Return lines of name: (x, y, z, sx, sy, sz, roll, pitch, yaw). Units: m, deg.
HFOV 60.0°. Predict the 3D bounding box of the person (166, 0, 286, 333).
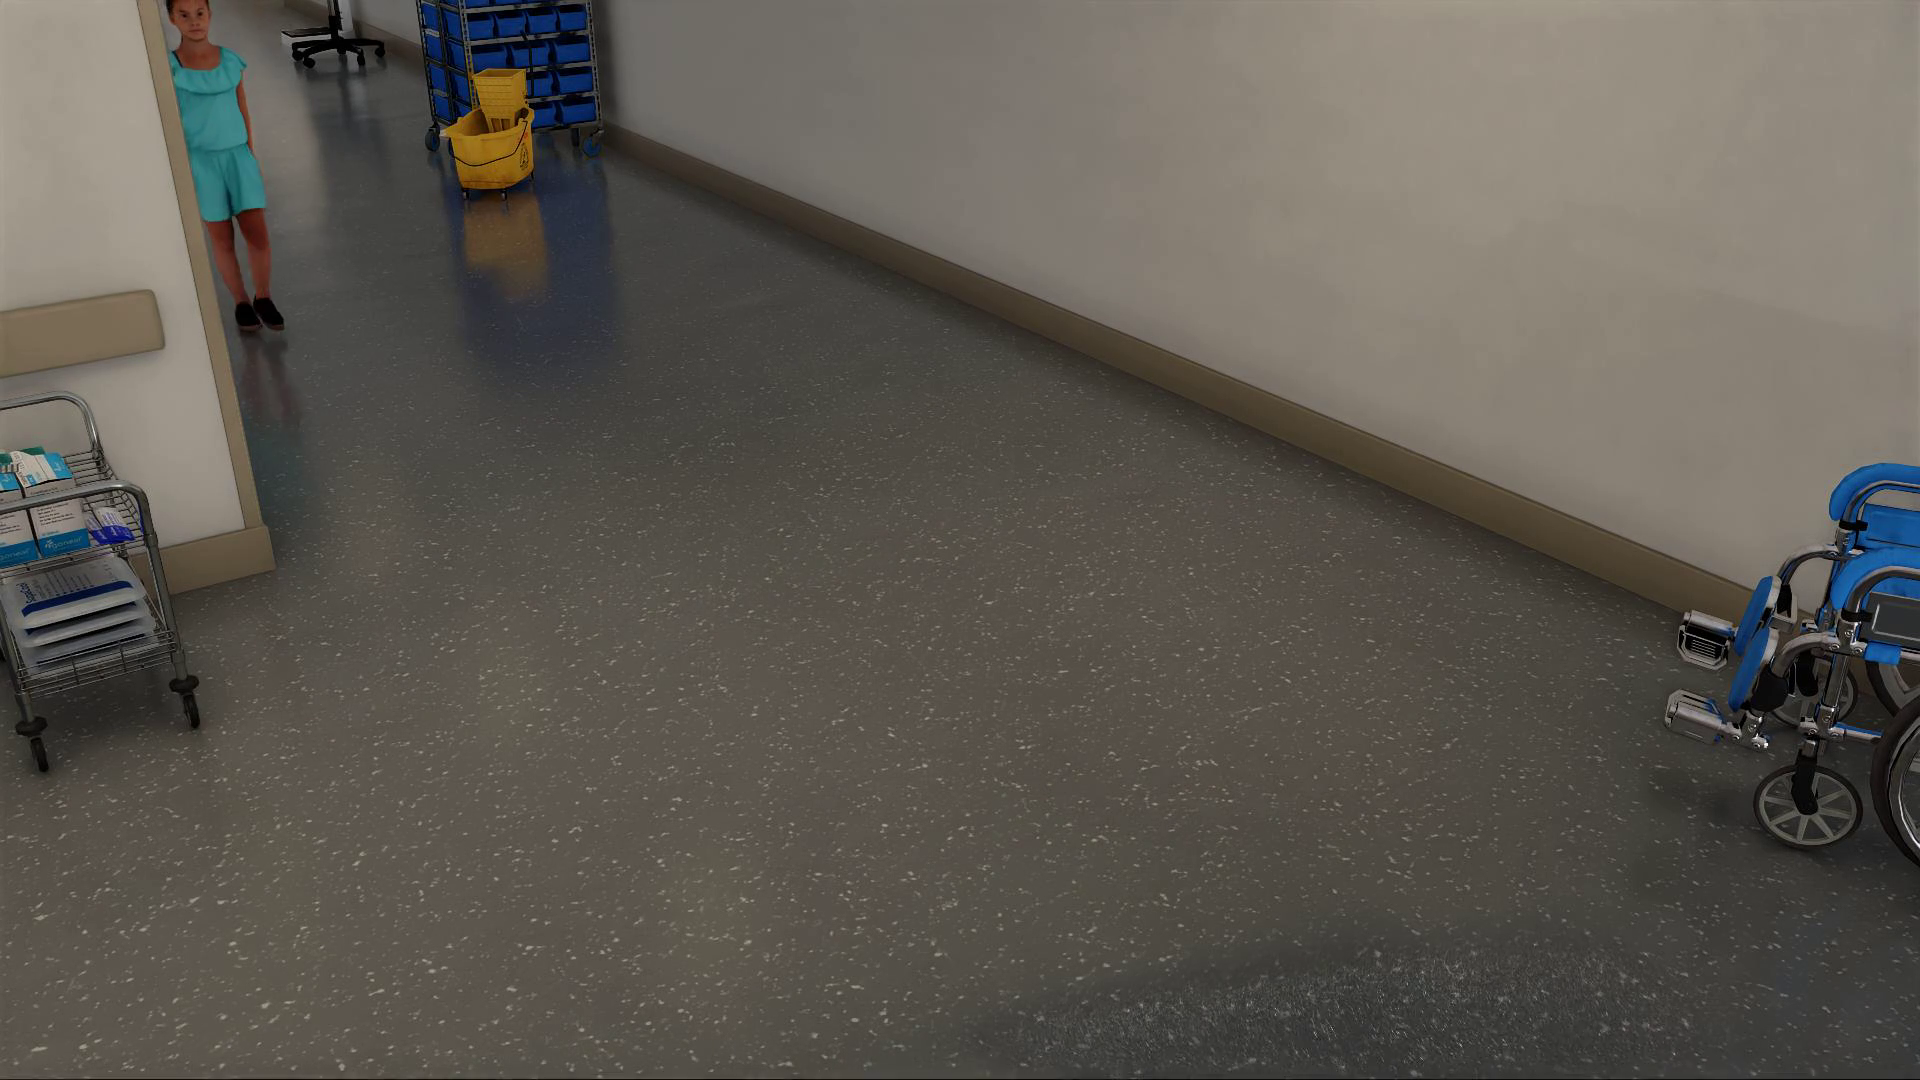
person: (-3.355, -1.701, 7.484, 0.547, 1.546, 0.630, -14, 29, -27)
